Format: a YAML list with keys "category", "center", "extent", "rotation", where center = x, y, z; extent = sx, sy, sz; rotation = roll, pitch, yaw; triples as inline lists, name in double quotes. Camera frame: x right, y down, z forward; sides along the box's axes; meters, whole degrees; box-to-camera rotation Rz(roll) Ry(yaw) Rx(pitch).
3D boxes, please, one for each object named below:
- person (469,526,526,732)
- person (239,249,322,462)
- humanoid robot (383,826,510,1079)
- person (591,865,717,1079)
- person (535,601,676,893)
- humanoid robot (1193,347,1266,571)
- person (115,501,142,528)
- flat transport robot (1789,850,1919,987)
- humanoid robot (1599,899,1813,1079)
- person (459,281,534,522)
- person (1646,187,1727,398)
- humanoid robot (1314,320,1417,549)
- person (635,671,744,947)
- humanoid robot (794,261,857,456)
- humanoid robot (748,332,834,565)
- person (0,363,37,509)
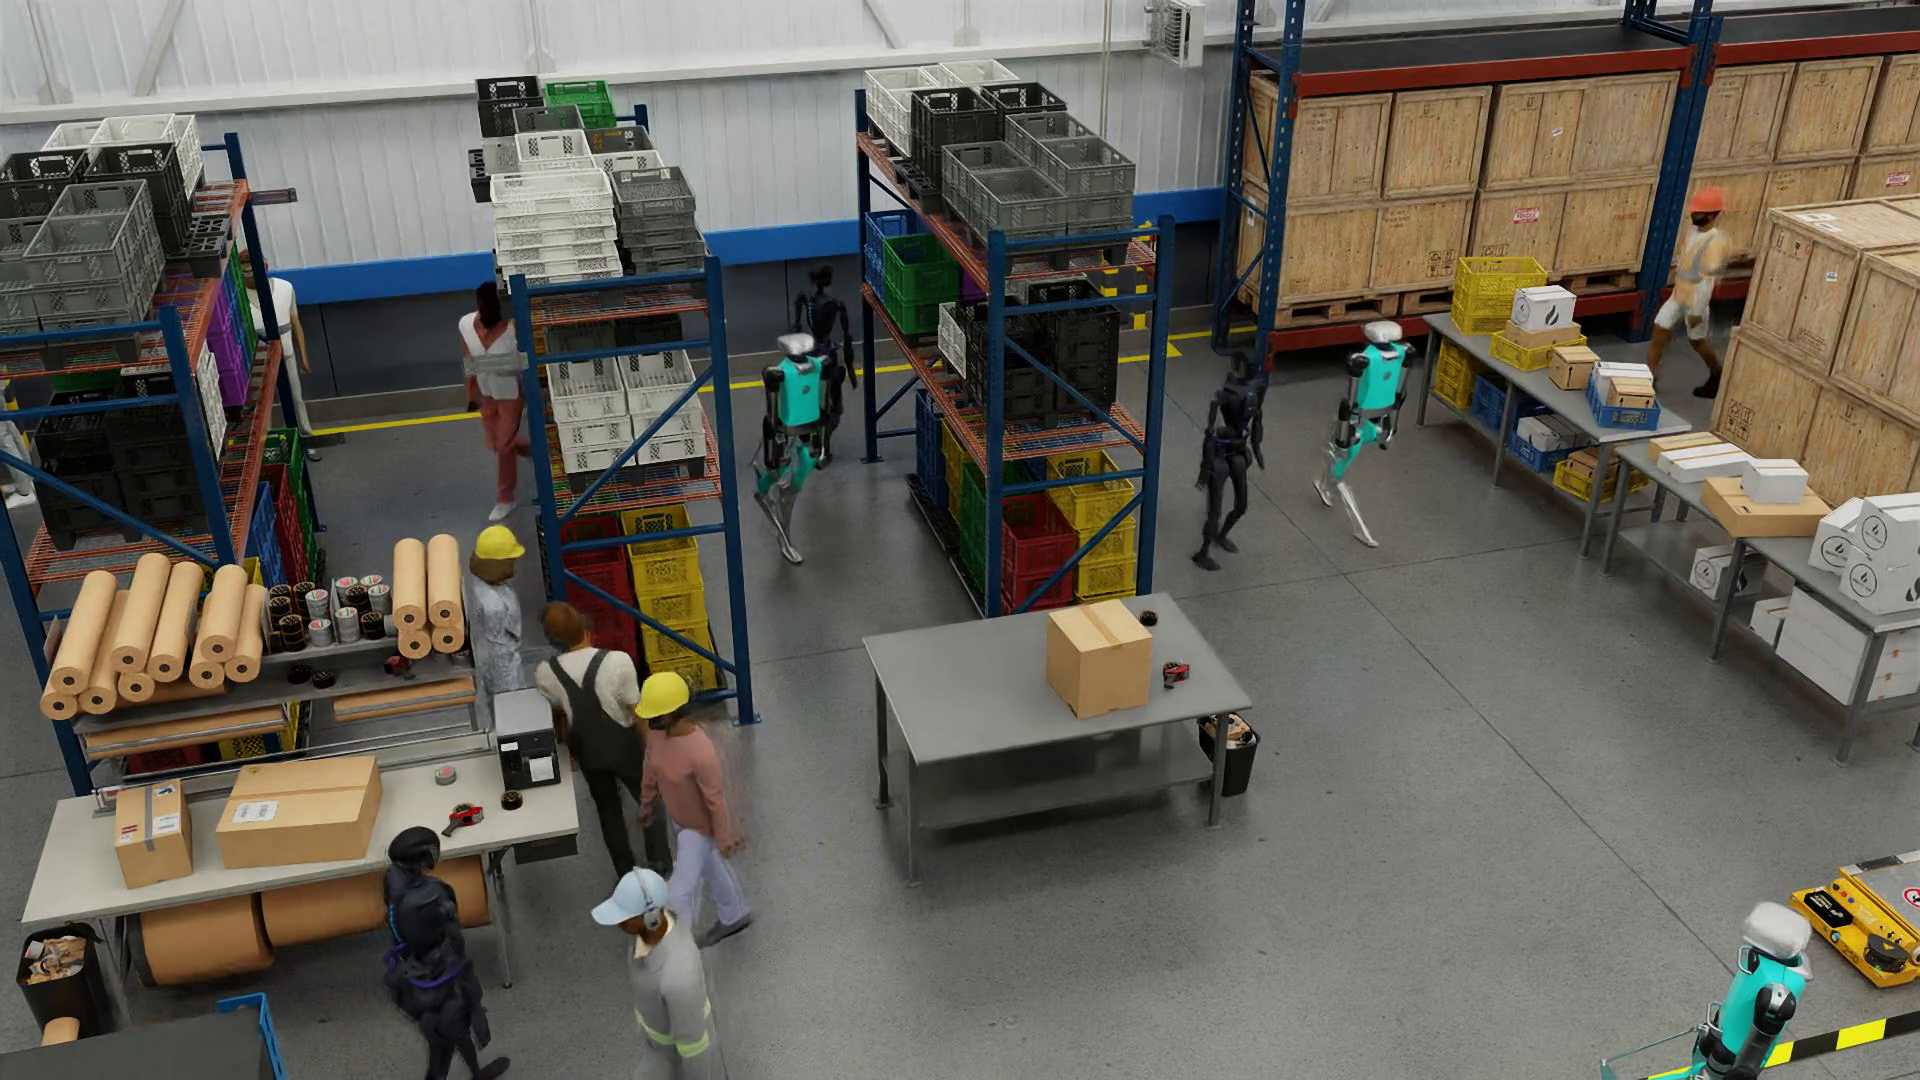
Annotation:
- category: "person"
  center: [-2.555, 0.702, 9.400]
  extent: [0.356, 1.699, 0.502]
  rotation: [-7, 30, -13]
- category: "person"
  center: [-5.462, -1.438, 13.154]
  extent: [0.561, 1.835, 0.398]
  rotation: [-16, 33, -27]
- category: "humanoid robot"
  center: [-2.312, 1.948, 7.204]
  extent: [0.585, 1.624, 0.763]
  rotation: [20, 34, 32]
- category: "person"
  center: [-1.177, 2.056, 6.790]
  extent: [0.484, 1.837, 0.594]
  rotation: [-11, 31, -19]
- category: "person"
  center: [-1.821, 1.103, 8.571]
  extent: [0.615, 1.788, 0.355]
  rotation: [0, 29, -1]
- category: "humanoid robot"
  center: [1.927, -0.610, 11.820]
  extent: [0.609, 1.654, 0.319]
  rotation: [-21, 35, -33]
- category: "person"
  center: [-6.134, -1.014, 12.168]
  extent: [0.606, 2.044, 0.373]
  rotation: [4, 29, 8]
- category: "flat transport robot"
  center: [5.163, 1.916, 8.676]
  extent: [1.431, 0.231, 0.659]
  rotation: [-8, 30, -14]
- category: "humanoid robot"
  center: [2.862, 2.103, 6.676]
  extent: [0.735, 1.673, 0.533]
  rotation: [12, 31, 21]
- category: "person"
  center: [-3.403, -1.109, 12.514]
  extent: [0.621, 1.872, 0.722]
  rotation: [10, 30, 18]
- category: "person"
  center: [6.338, -2.104, 14.297]
  extent: [0.954, 1.900, 0.553]
  rotation: [-3, 29, -5]
- category: "humanoid robot"
  center: [2.850, -0.887, 12.309]
  extent: [0.531, 1.777, 1.018]
  rotation: [-12, 31, -20]
- category: "person"
  center: [-1.408, 1.399, 8.085]
  extent: [0.799, 1.735, 0.538]
  rotation: [-20, 35, -32]
- category: "humanoid robot"
  center: [-1.133, -1.449, 13.351]
  extent: [0.603, 1.633, 0.504]
  rotation: [18, 34, 30]
- category: "humanoid robot"
  center: [-1.270, -0.652, 11.931]
  extent: [0.557, 1.892, 0.763]
  rotation: [-19, 34, -31]
- category: "person"
  center: [-7.353, -1.120, 12.537]
  extent: [0.331, 1.871, 0.507]
  rotation: [-8, 30, -14]
